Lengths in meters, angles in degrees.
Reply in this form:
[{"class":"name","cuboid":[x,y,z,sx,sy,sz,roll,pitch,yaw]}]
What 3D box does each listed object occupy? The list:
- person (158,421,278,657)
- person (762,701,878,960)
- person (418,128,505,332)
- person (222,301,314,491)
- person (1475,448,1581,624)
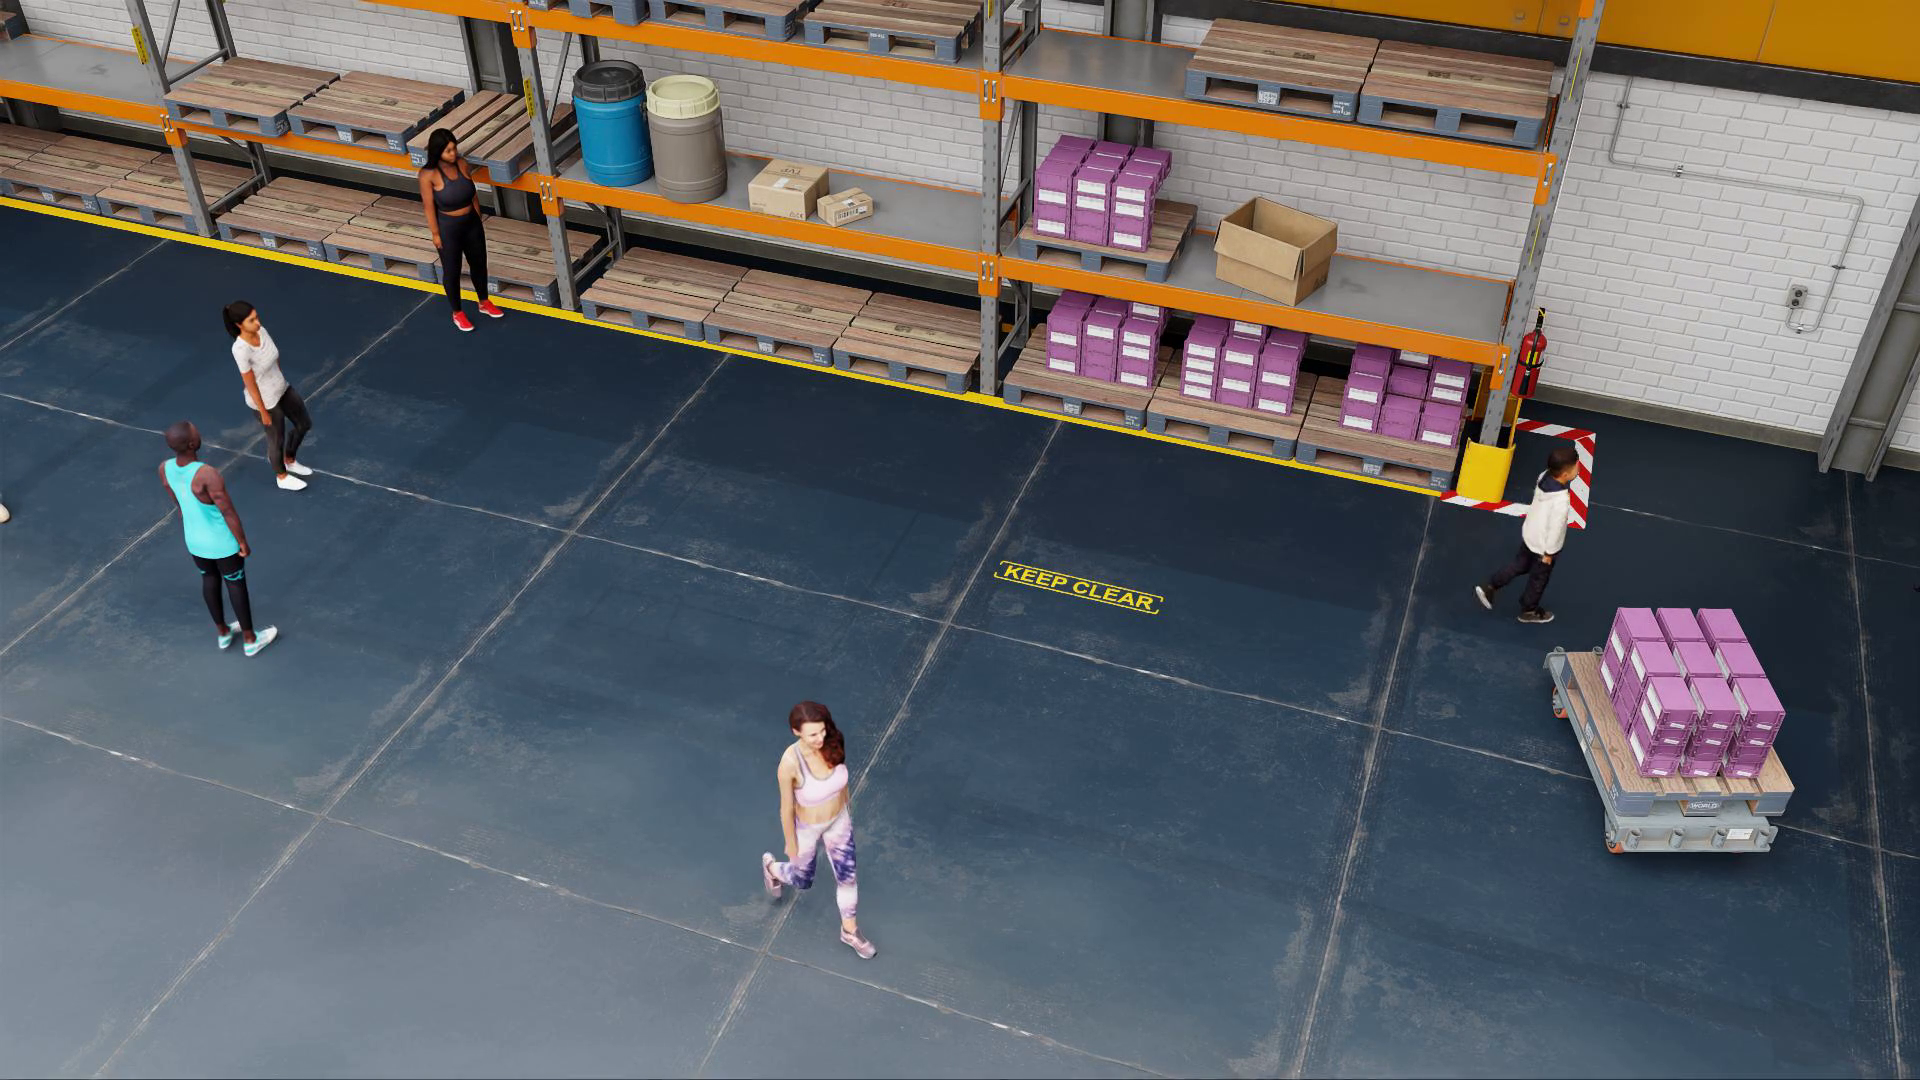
[{"class":"person","cuboid":[-4.928,0.002,10.932,0.467,1.806,0.675,10,40,12]},{"class":"person","cuboid":[-0.818,1.532,9.064,0.924,1.746,1.140,-29,47,-31]},{"class":"person","cuboid":[-4.328,-2.693,14.299,0.747,1.816,0.749,30,47,32]},{"class":"person","cuboid":[-5.232,-1.073,12.415,0.625,1.635,0.623,6,39,7]},{"class":"person","cuboid":[3.869,-0.022,11.253,0.898,1.444,0.773,-3,39,-3]}]
